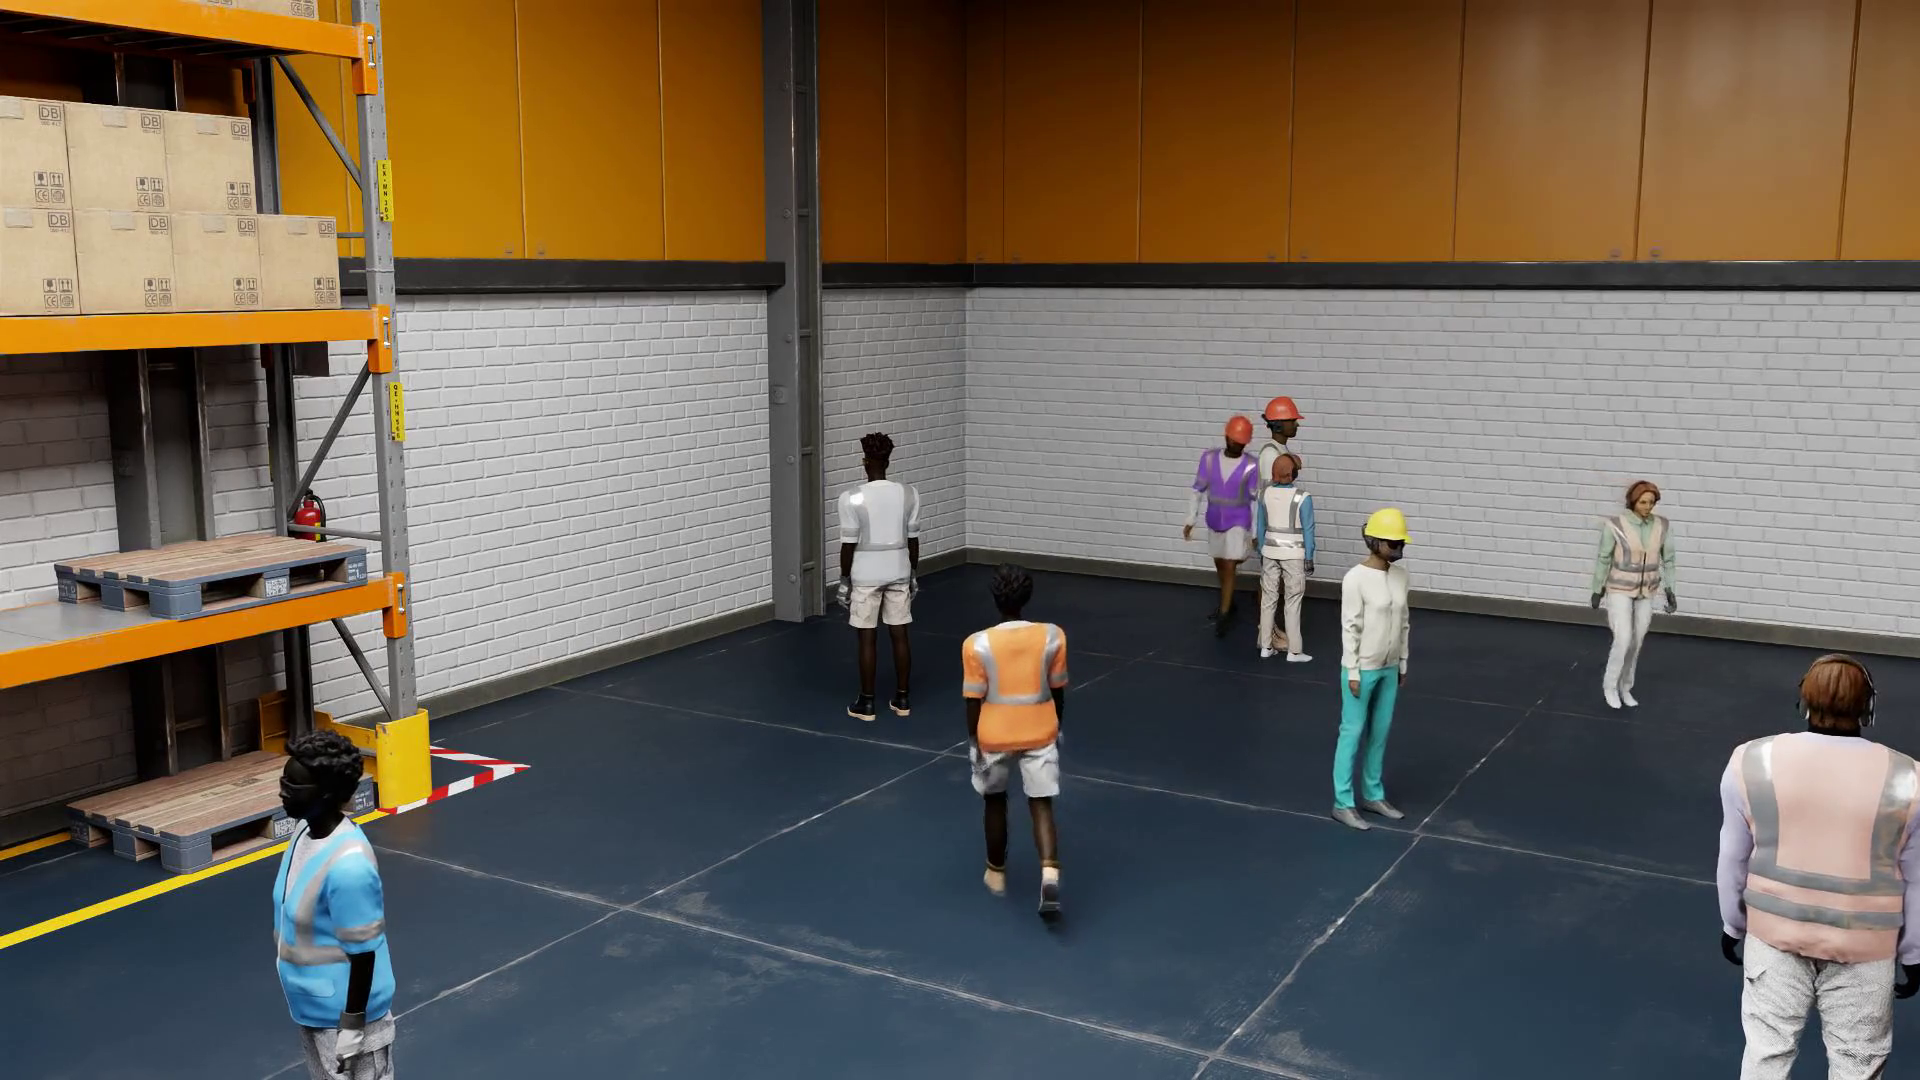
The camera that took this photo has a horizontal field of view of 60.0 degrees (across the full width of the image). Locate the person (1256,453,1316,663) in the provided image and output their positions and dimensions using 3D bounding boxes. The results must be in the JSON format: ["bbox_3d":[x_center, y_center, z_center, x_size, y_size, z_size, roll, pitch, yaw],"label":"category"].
[{"bbox_3d":[2.535,0.142,12.974,0.513,1.645,0.307,9,12,43],"label":"person"}]

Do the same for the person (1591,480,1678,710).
[{"bbox_3d":[4.680,0.383,11.553,0.520,1.618,0.497,-1,9,-8],"label":"person"}]

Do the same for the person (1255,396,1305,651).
[{"bbox_3d":[2.578,-0.137,13.455,0.370,2.048,0.607,3,9,15],"label":"person"}]

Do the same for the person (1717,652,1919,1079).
[{"bbox_3d":[2.756,1.267,5.331,0.627,1.845,0.429,5,11,30],"label":"person"}]

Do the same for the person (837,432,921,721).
[{"bbox_3d":[-0.554,0.247,11.314,0.602,1.966,0.368,-4,10,-26],"label":"person"}]

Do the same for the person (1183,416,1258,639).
[{"bbox_3d":[2.283,-0.148,14.161,0.626,1.879,0.946,5,10,28],"label":"person"}]

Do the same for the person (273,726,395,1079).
[{"bbox_3d":[-1.881,1.390,5.006,0.318,1.700,0.535,-7,12,-38],"label":"person"}]

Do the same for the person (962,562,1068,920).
[{"bbox_3d":[0.273,0.942,7.864,0.530,1.674,0.737,-1,9,-8],"label":"person"}]

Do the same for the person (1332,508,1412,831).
[{"bbox_3d":[2.287,0.699,9.137,0.524,1.765,0.337,-7,11,-35],"label":"person"}]
